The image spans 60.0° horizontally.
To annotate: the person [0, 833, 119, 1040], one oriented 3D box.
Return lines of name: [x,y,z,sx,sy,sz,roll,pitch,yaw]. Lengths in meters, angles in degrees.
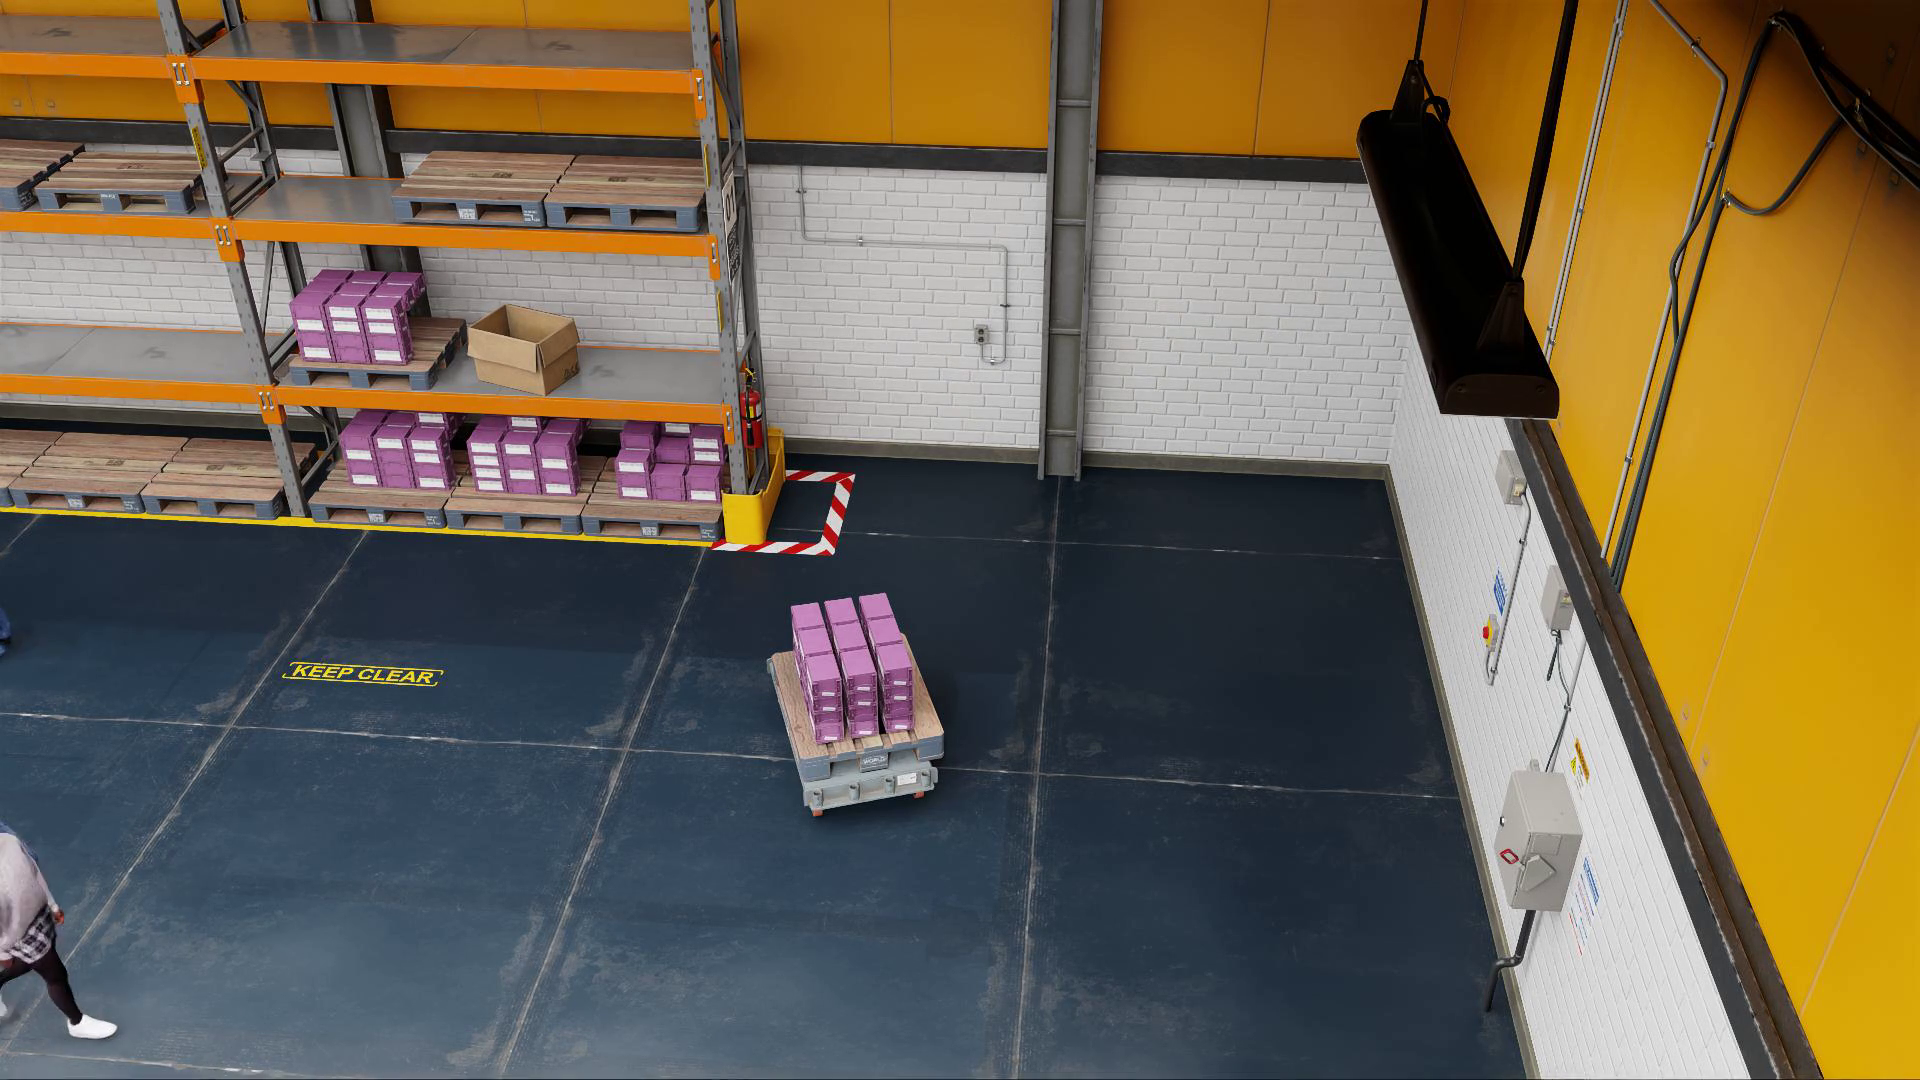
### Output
person: [-5.450,2.212,9.524,1.074,1.745,0.662,1,34,2]
